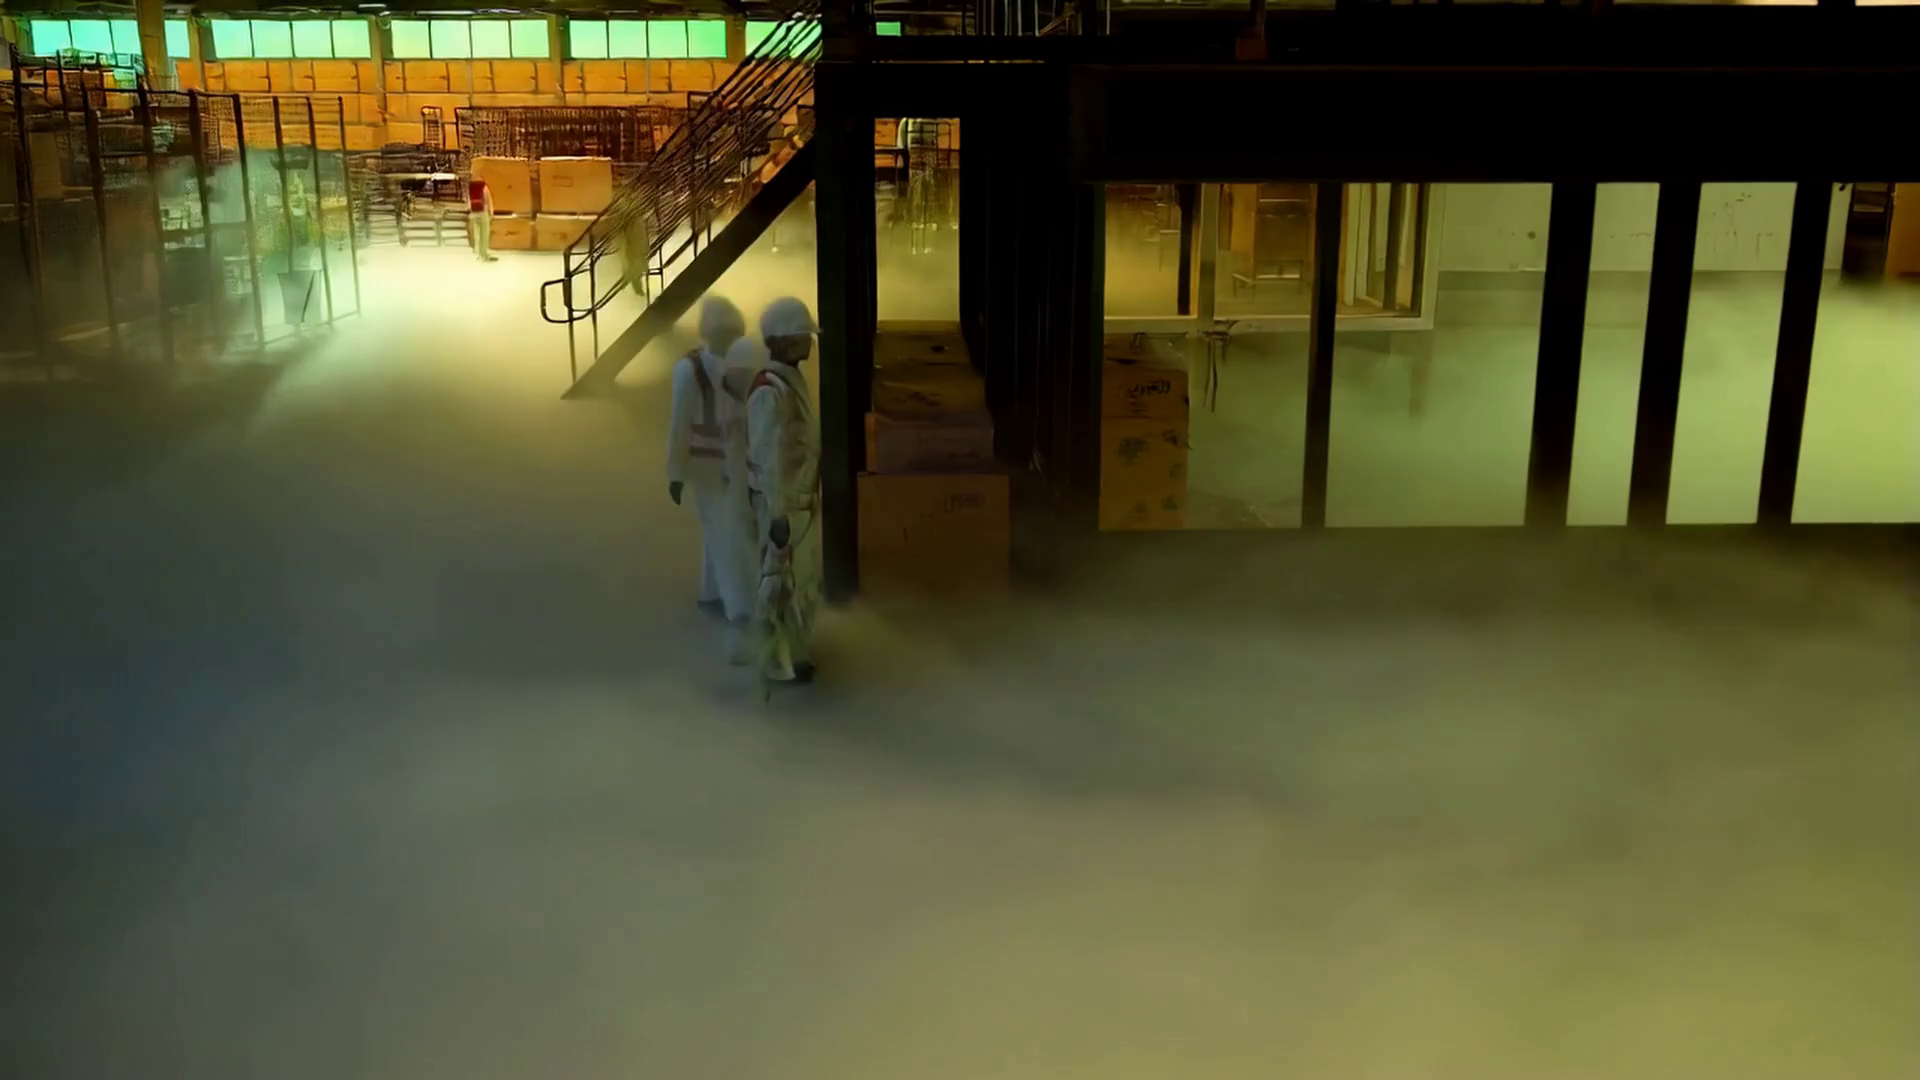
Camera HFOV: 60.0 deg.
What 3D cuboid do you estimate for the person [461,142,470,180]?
[{"bbox_3d":[-22.820,-17.321,76.505,0.797,1.915,0.623,6,15,23],"label":"person"}]

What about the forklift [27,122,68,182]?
[{"bbox_3d":[-35.376,-14.773,64.377,1.129,2.768,1.873,-1,14,-2],"label":"forklift"}]

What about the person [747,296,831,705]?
[{"bbox_3d":[-0.829,-0.192,7.991,0.388,1.947,0.614,1,14,5],"label":"person"}]

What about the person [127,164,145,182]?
[{"bbox_3d":[-24.490,-10.414,49.576,0.517,1.578,0.876,-1,14,-5],"label":"person"}]

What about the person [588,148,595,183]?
[{"bbox_3d":[-15.417,-15.548,69.735,0.314,1.767,0.534,-1,14,-4],"label":"person"}]

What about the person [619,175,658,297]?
[{"bbox_3d":[-5.141,-4.872,26.687,0.510,1.947,0.609,10,17,35],"label":"person"}]

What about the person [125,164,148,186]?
[{"bbox_3d":[-17.451,-7.048,35.471,0.569,1.917,0.567,5,15,18],"label":"person"}]

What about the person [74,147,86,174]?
[{"bbox_3d":[-39.360,-16.721,74.528,0.543,1.713,0.931,0,14,-2],"label":"person"}]

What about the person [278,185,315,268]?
[{"bbox_3d":[-9.878,-4.355,24.838,0.345,1.847,0.506,7,16,26],"label":"person"}]

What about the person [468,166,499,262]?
[{"bbox_3d":[-9.694,-6.596,33.658,0.587,1.914,0.391,10,17,35],"label":"person"}]

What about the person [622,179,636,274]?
[{"bbox_3d":[-6.068,-5.790,30.764,0.461,1.748,0.543,1,14,3],"label":"person"}]

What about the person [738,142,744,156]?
[{"bbox_3d":[-11.219,-19.695,86.212,0.624,1.818,0.497,-2,14,-8],"label":"person"}]

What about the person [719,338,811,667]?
[{"bbox_3d":[-0.987,-0.167,8.376,0.404,1.710,0.522,-1,14,-2],"label":"person"}]

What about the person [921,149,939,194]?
[{"bbox_3d":[-1.181,-14.735,66.301,0.653,1.853,0.990,-9,17,-32],"label":"person"}]

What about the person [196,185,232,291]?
[{"bbox_3d":[-11.434,-4.481,25.367,0.544,1.824,0.929,3,14,10],"label":"person"}]

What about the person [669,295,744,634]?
[{"bbox_3d":[-1.242,-0.394,9.012,0.836,1.840,0.627,9,17,33],"label":"person"}]

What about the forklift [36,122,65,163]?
[{"bbox_3d":[-37.728,-15.960,69.123,1.129,2.768,1.873,-1,14,-2],"label":"forklift"}]

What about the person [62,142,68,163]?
[{"bbox_3d":[-40.135,-16.825,74.375,0.378,1.995,0.612,4,15,16],"label":"person"}]
